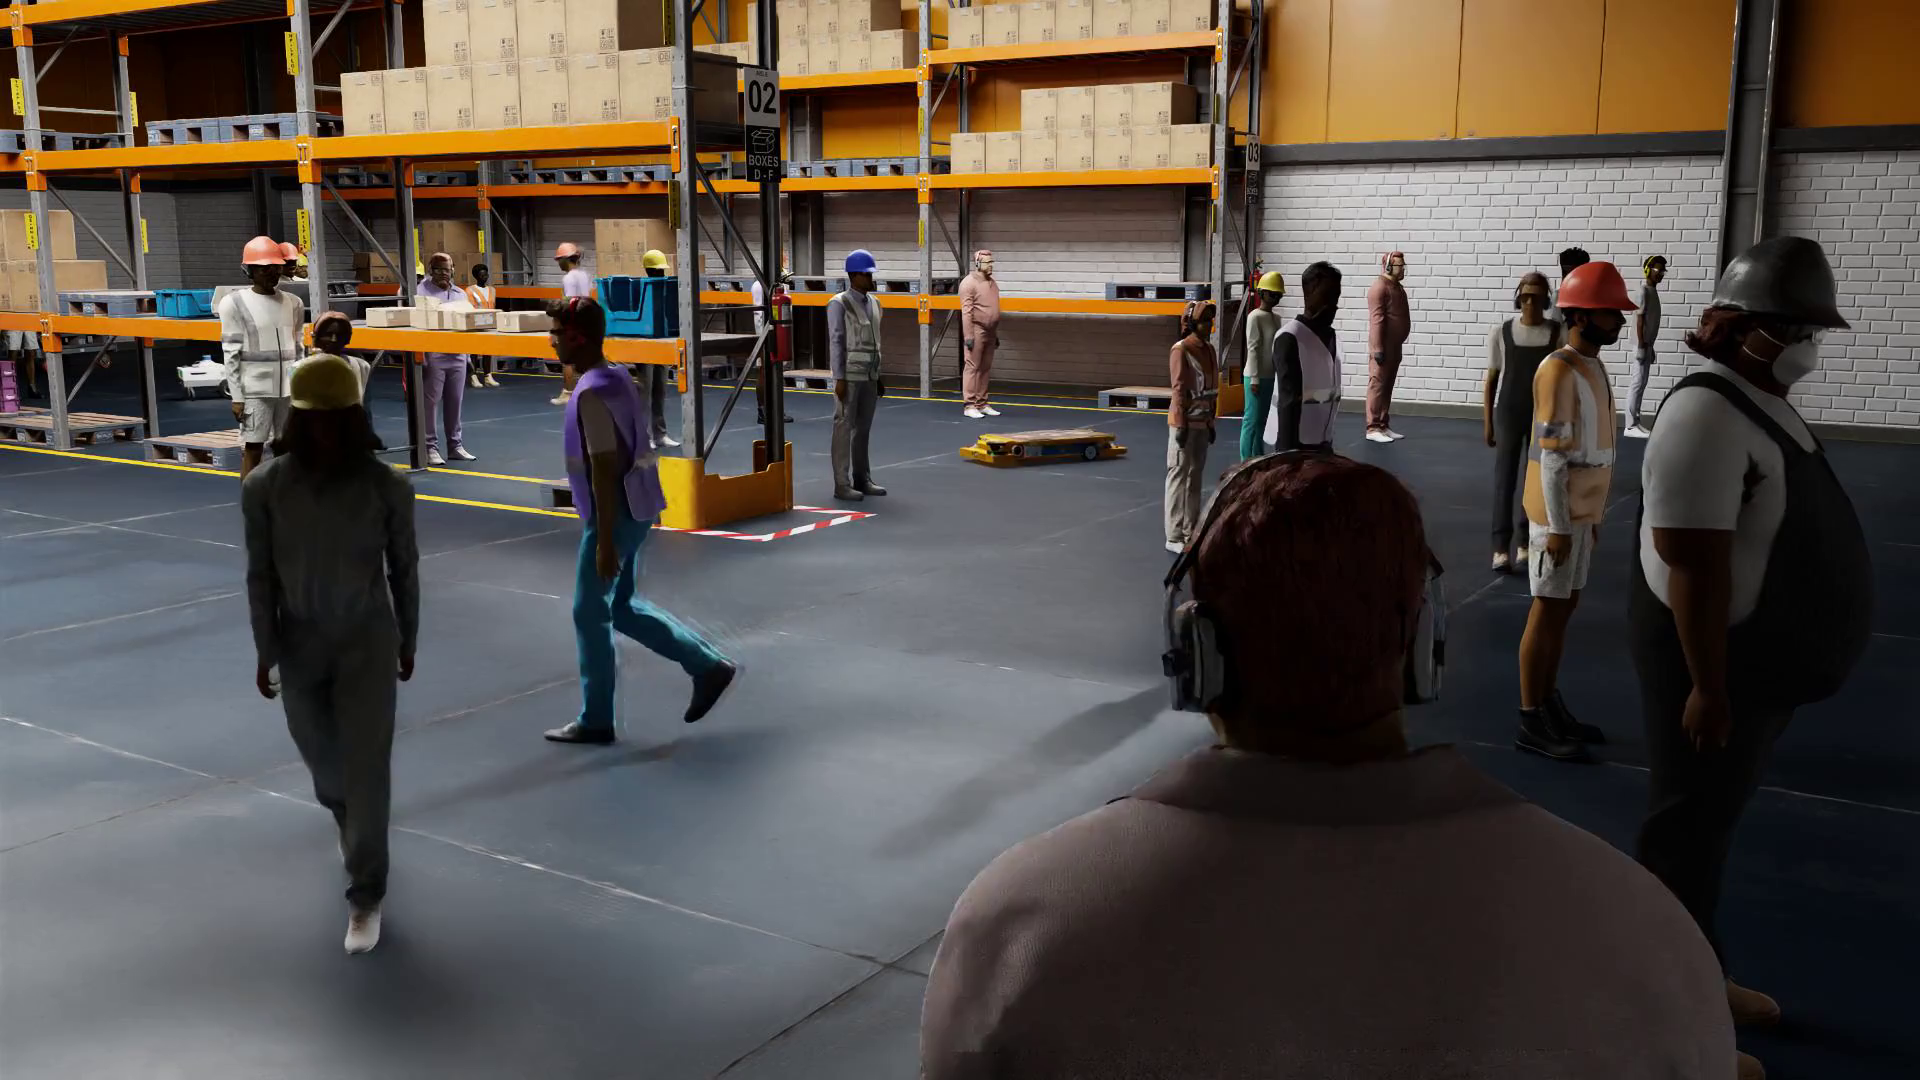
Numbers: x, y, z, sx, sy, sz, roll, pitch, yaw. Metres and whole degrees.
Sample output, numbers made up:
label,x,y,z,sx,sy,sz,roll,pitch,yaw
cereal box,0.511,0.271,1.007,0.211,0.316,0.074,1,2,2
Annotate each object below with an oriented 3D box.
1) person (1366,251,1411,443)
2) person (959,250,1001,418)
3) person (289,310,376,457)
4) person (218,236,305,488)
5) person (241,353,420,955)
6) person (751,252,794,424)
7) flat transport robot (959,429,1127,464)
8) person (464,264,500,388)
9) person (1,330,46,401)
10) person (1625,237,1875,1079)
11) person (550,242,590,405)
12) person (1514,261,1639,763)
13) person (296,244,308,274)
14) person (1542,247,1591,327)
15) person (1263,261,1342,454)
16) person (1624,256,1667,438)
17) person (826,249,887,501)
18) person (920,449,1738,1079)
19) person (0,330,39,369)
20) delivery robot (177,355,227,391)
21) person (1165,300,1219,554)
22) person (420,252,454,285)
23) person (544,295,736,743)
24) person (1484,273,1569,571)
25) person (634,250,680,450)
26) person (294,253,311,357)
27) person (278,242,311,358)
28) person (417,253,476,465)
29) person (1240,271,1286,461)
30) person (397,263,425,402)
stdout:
label,x,y,z,sx,sy,sz,roll,pitch,yaw
person,4.336,-1.947,16.791,0.401,1.910,0.640,7,12,34
person,0.262,-2.355,19.051,0.401,1.910,0.640,7,12,34
person,-3.480,-0.457,9.285,0.314,1.636,0.514,7,12,34
person,-4.633,-1.006,11.193,0.389,2.045,0.606,7,12,34
person,-1.854,0.278,5.004,0.476,1.709,0.844,-2,10,-11
person,-2.044,-2.237,18.327,0.376,1.933,0.544,7,12,34
flat transport robot,0.773,-0.877,15.397,1.431,0.197,0.652,-5,12,-28
person,-6.575,-2.942,22.885,0.322,1.697,0.533,7,12,34
person,-11.889,-2.731,21.067,0.376,1.933,0.544,7,12,34
person,1.927,0.281,4.076,0.537,2.000,0.675,7,12,34
person,-4.589,-2.635,20.366,0.879,2.005,0.654,1,10,8
person,2.417,-0.113,6.539,0.372,1.939,0.544,7,12,34
person,-9.928,-3.514,25.243,0.392,1.990,0.611,7,12,34
person,4.949,-1.414,13.680,0.373,1.962,0.605,7,12,34
person,1.780,-0.470,8.587,0.398,1.915,0.588,7,12,34
person,7.074,-1.986,17.133,0.334,1.864,0.521,7,12,34
person,-0.799,-1.293,13.049,0.398,1.949,0.604,7,12,34
person,0.277,0.877,1.303,0.654,1.866,0.767,0,10,0
person,-14.861,-3.624,25.927,0.618,1.960,0.932,3,11,15
delivery robot,-9.563,-2.104,21.146,0.707,0.478,0.477,-5,11,-27
person,1.510,-0.732,10.793,0.314,1.642,0.514,7,12,34
person,-7.810,-3.394,25.010,0.404,1.835,0.589,7,12,34
person,-1.317,-0.074,6.680,0.682,1.814,0.621,-1,10,-3
person,3.462,-0.702,10.148,0.513,1.813,0.877,3,11,15
person,-2.958,-1.843,16.157,0.381,1.928,0.587,7,12,34
person,-9.188,-3.076,23.247,0.404,1.835,0.589,7,12,34
person,-6.899,-2.056,17.144,0.387,1.996,0.611,7,12,34
person,-4.678,-1.641,15.112,0.401,1.904,0.640,7,12,34
person,2.549,-1.351,13.890,0.329,1.764,0.524,7,12,34
person,-6.797,-2.608,20.859,0.329,1.764,0.524,7,12,34
